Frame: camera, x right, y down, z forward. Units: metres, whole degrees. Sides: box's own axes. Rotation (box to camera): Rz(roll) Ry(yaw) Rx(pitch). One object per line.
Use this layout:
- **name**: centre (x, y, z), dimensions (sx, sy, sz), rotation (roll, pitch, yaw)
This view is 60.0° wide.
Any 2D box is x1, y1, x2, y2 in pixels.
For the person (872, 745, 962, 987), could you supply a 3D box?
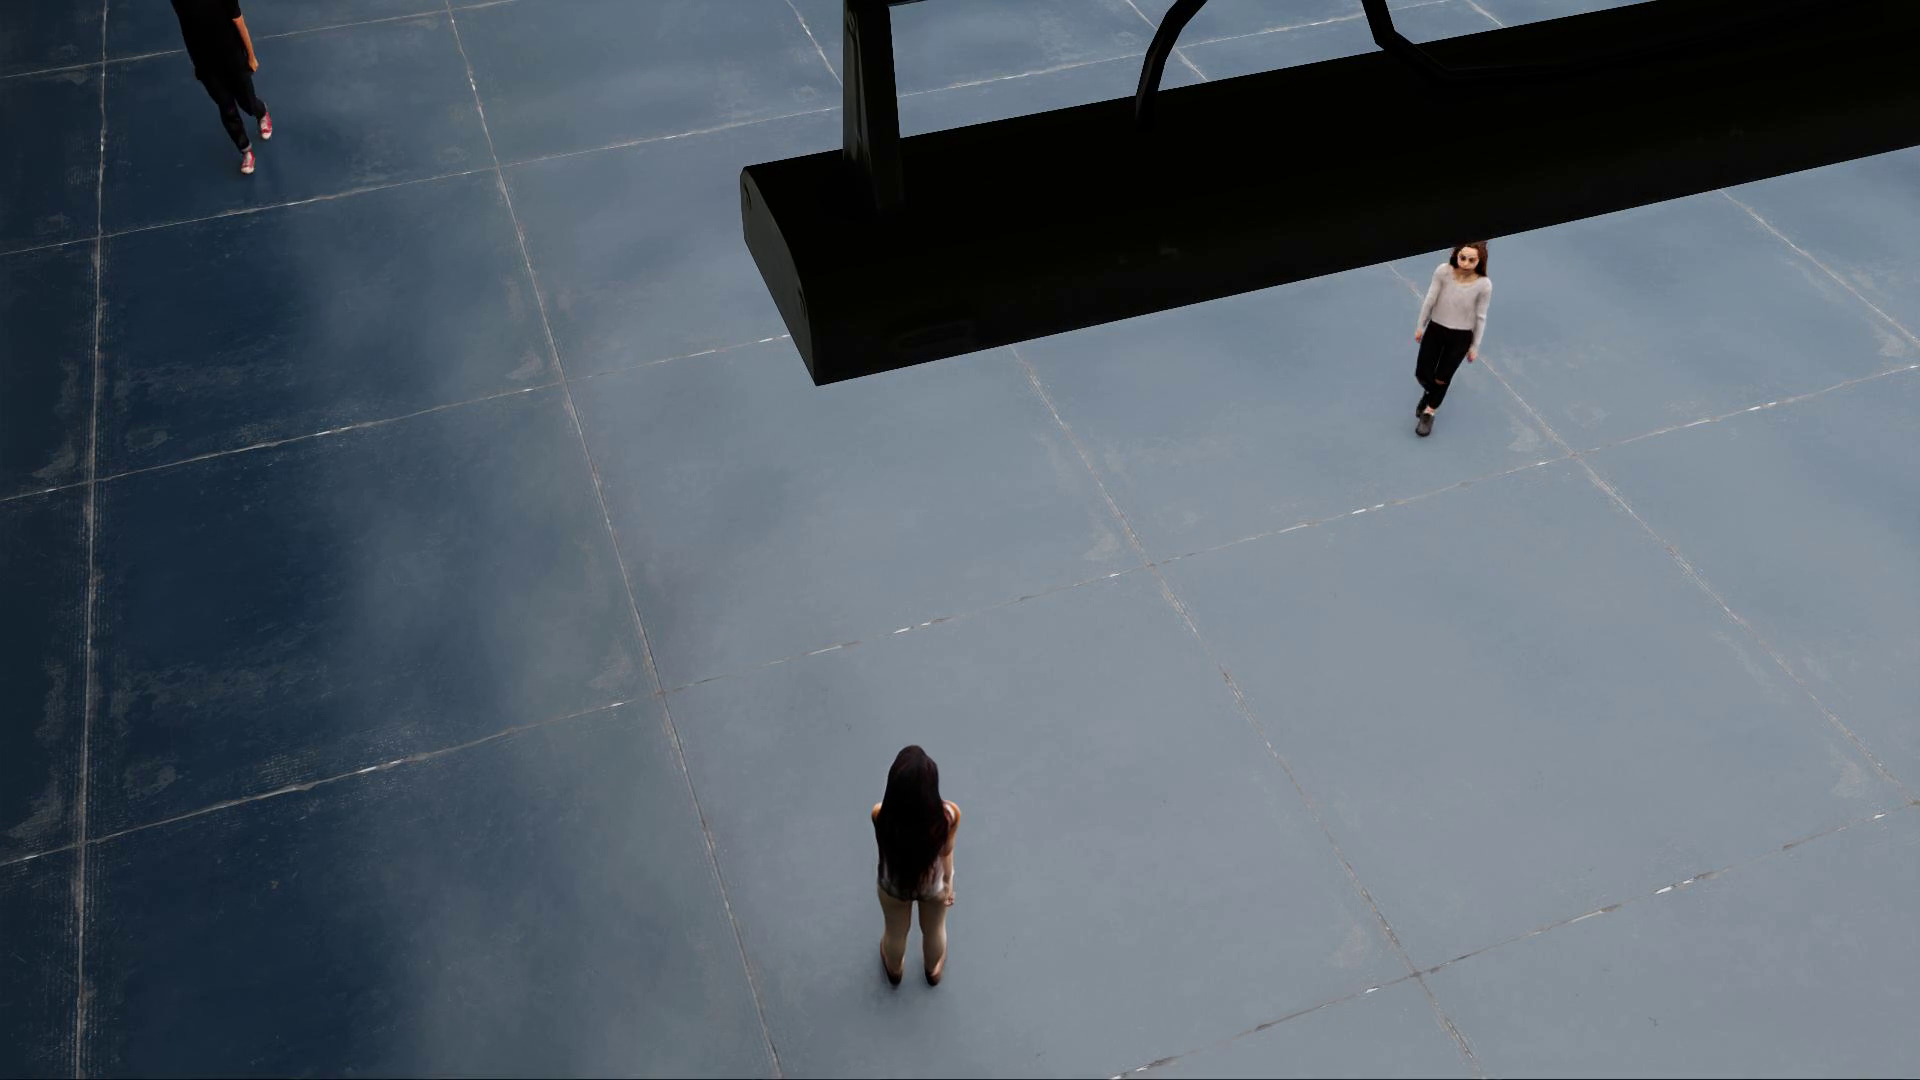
- **person**: centre (-0.194, 1.494, 7.341), dimensions (0.608, 1.652, 0.673), rotation (-6, 43, -7)

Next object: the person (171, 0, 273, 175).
- **person**: centre (-5.707, -3.745, 12.884), dimensions (0.729, 1.744, 0.939), rotation (-6, 43, -6)

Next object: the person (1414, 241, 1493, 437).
- **person**: centre (3.101, -1.334, 10.499), dimensions (0.684, 1.475, 0.746), rotation (19, 46, 20)
